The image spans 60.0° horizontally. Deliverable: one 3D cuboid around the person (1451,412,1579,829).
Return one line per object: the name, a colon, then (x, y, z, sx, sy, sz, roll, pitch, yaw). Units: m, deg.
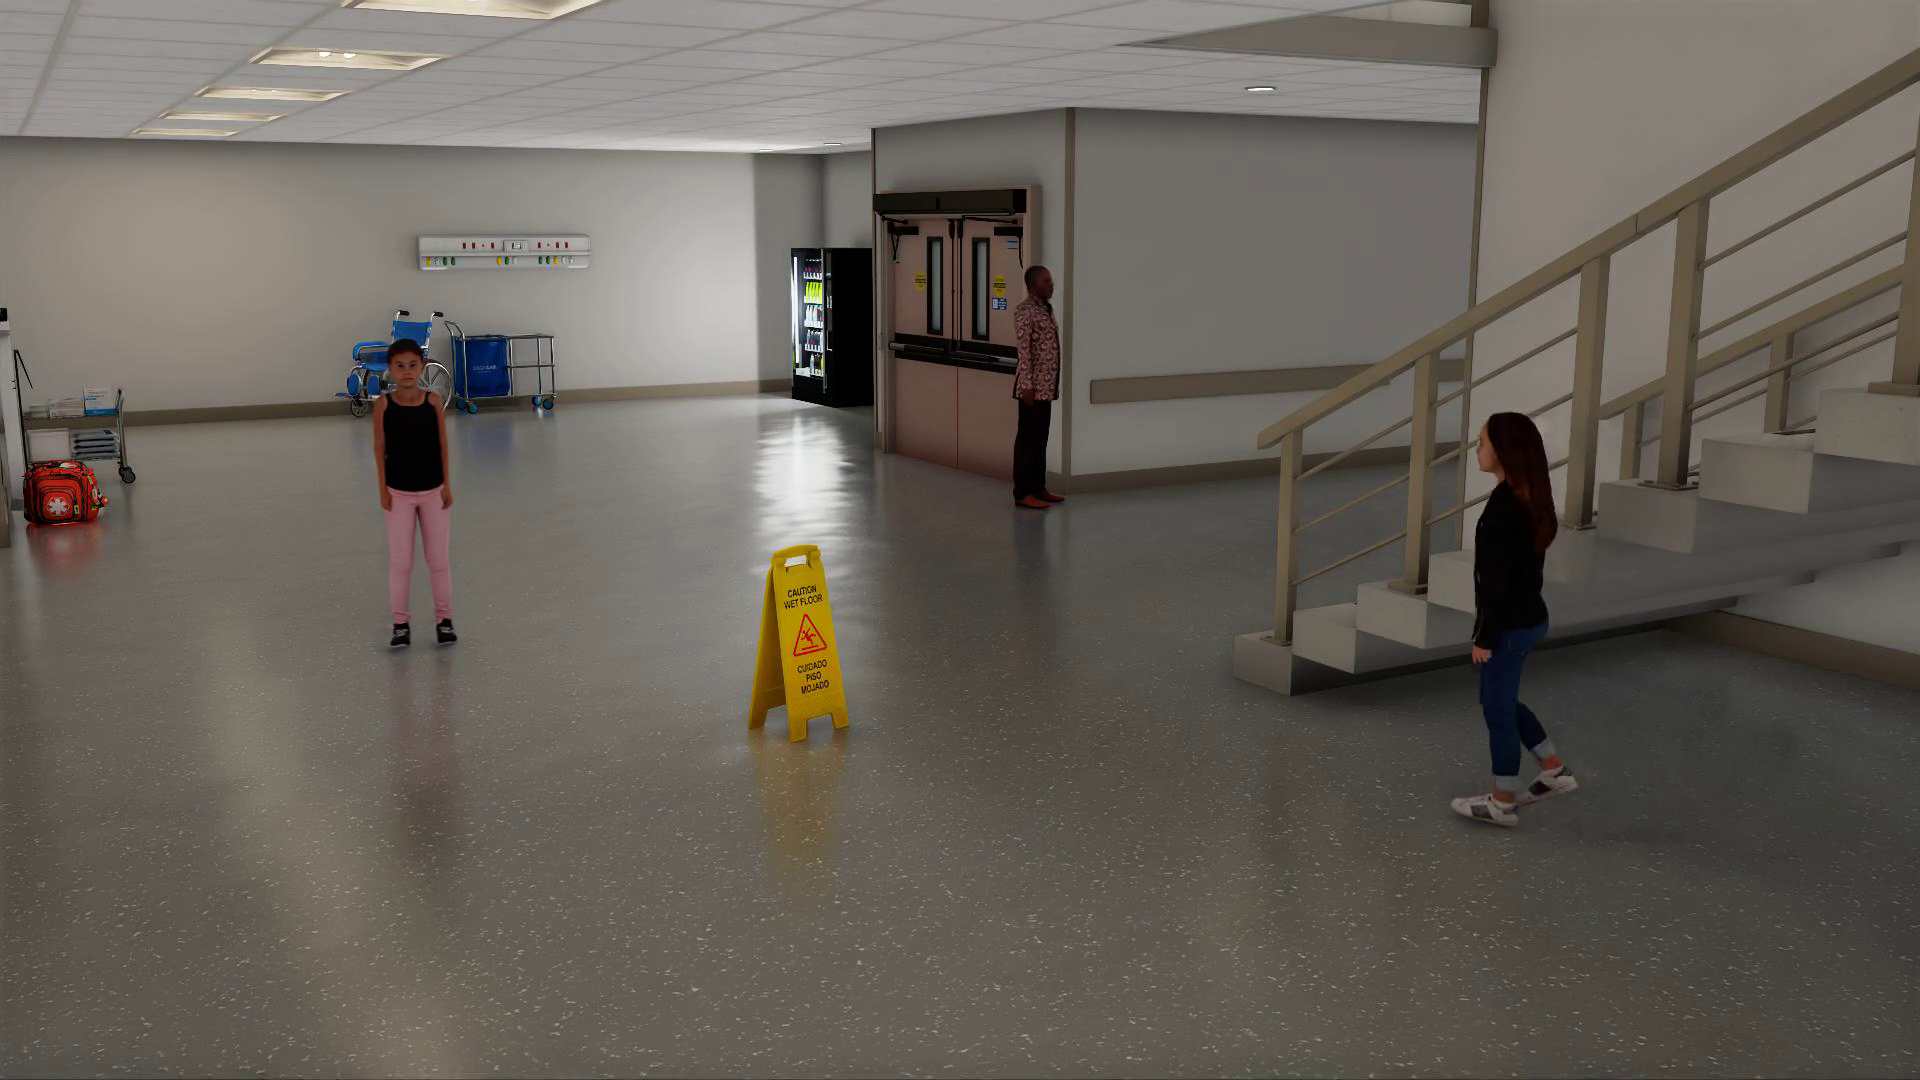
person: (2.000, 0.294, 5.809, 0.790, 1.470, 0.738, 5, 12, 26)

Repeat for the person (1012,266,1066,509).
person: (0.568, -1.171, 12.620, 0.795, 1.808, 0.773, 5, 12, 24)

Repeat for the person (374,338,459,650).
person: (-2.728, -0.233, 8.337, 0.521, 1.563, 0.525, -5, 12, -24)
